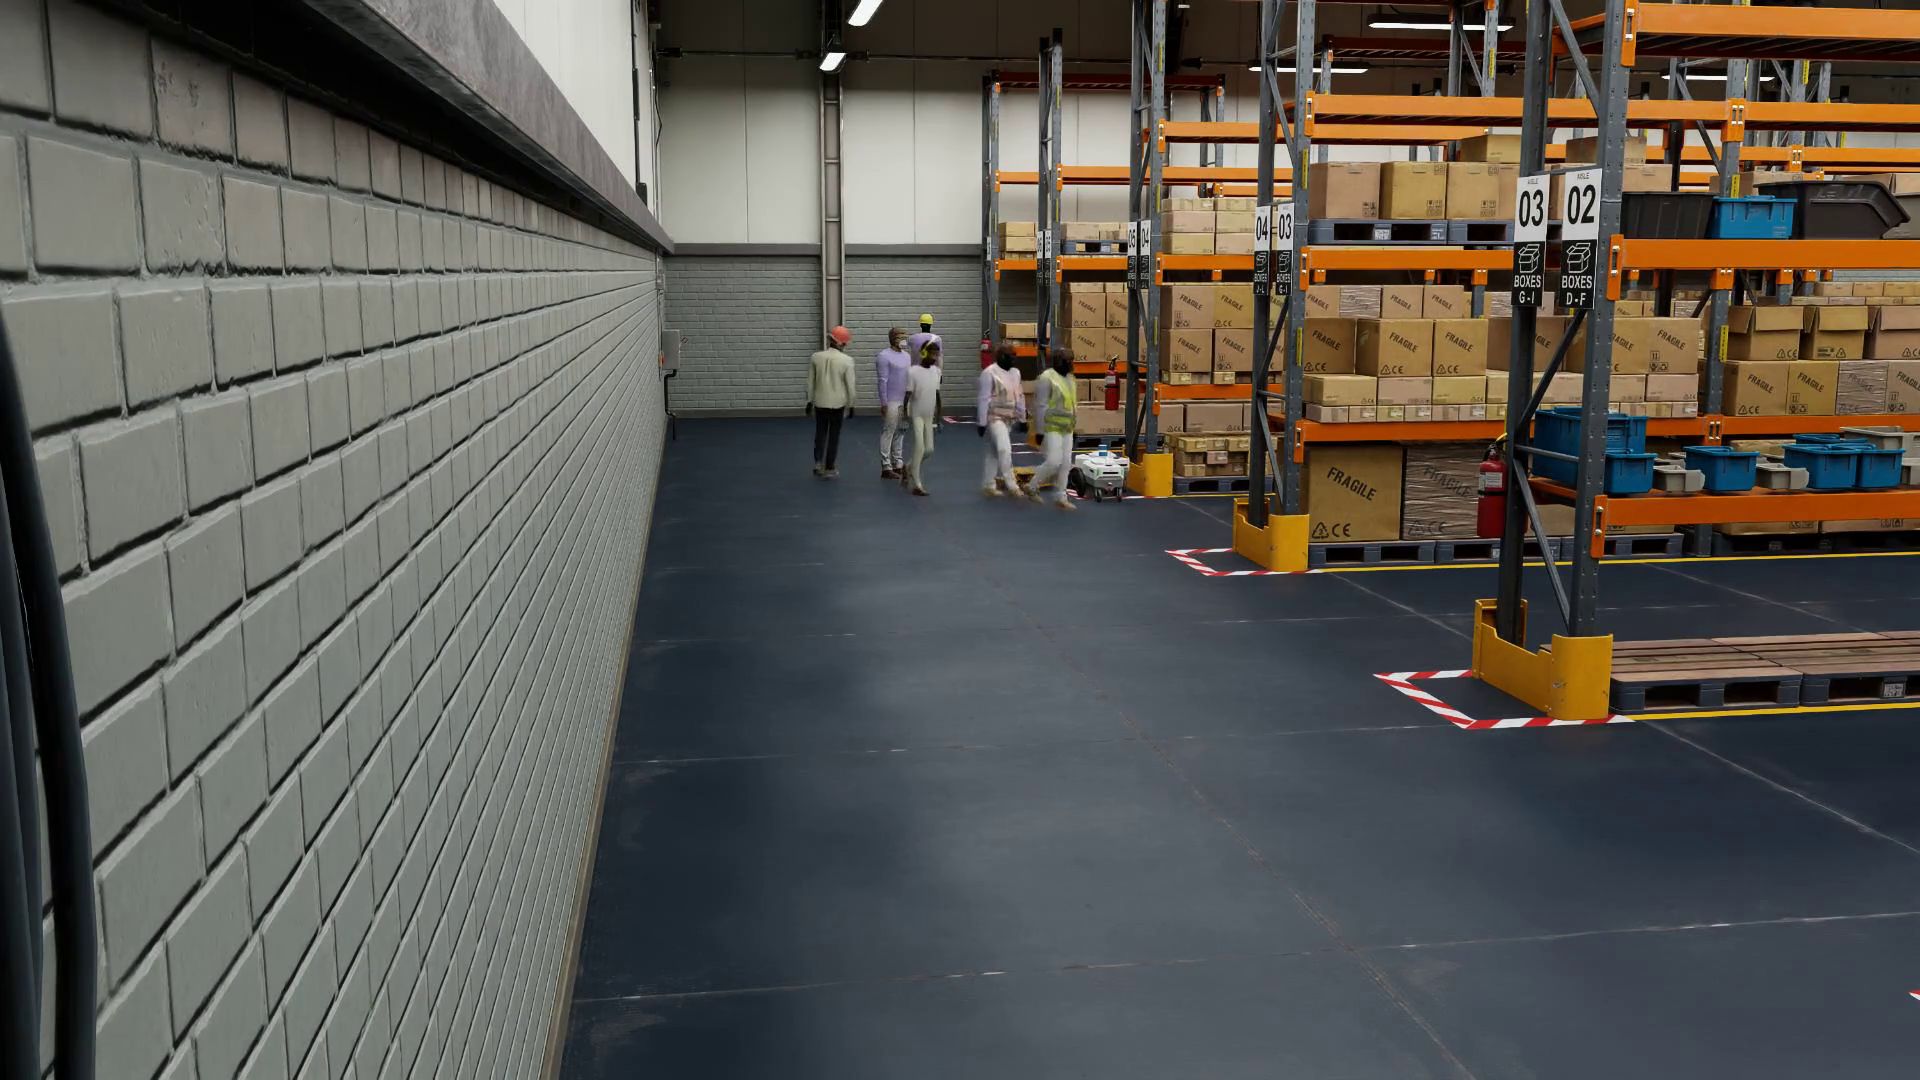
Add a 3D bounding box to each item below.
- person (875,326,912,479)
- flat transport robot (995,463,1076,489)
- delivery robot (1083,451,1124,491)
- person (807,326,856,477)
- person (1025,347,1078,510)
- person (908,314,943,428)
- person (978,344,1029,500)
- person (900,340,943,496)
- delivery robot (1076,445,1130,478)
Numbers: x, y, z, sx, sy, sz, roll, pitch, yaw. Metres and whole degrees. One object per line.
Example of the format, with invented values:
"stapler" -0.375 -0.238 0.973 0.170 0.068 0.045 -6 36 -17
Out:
"person" -0.820 -1.760 21.318 0.371 1.941 0.627 6 11 34
"flat transport robot" 1.178 -0.799 20.518 1.431 0.197 0.652 -6 11 -32
"delivery robot" 1.661 -0.789 19.298 0.477 0.478 0.707 -2 9 -9
"person" -1.639 -1.759 21.271 0.652 1.951 0.464 2 9 14
"person" 1.043 -1.228 18.411 0.520 1.818 0.661 7 12 37
"person" -0.580 -2.837 27.993 0.594 1.925 0.378 2 9 11
"person" 0.558 -1.359 19.238 0.859 1.800 0.615 7 11 35
"person" -0.503 -1.459 19.772 0.601 1.841 0.633 -8 12 -40
"delivery robot" 1.713 -0.902 19.996 0.477 0.478 0.707 -7 11 -35
